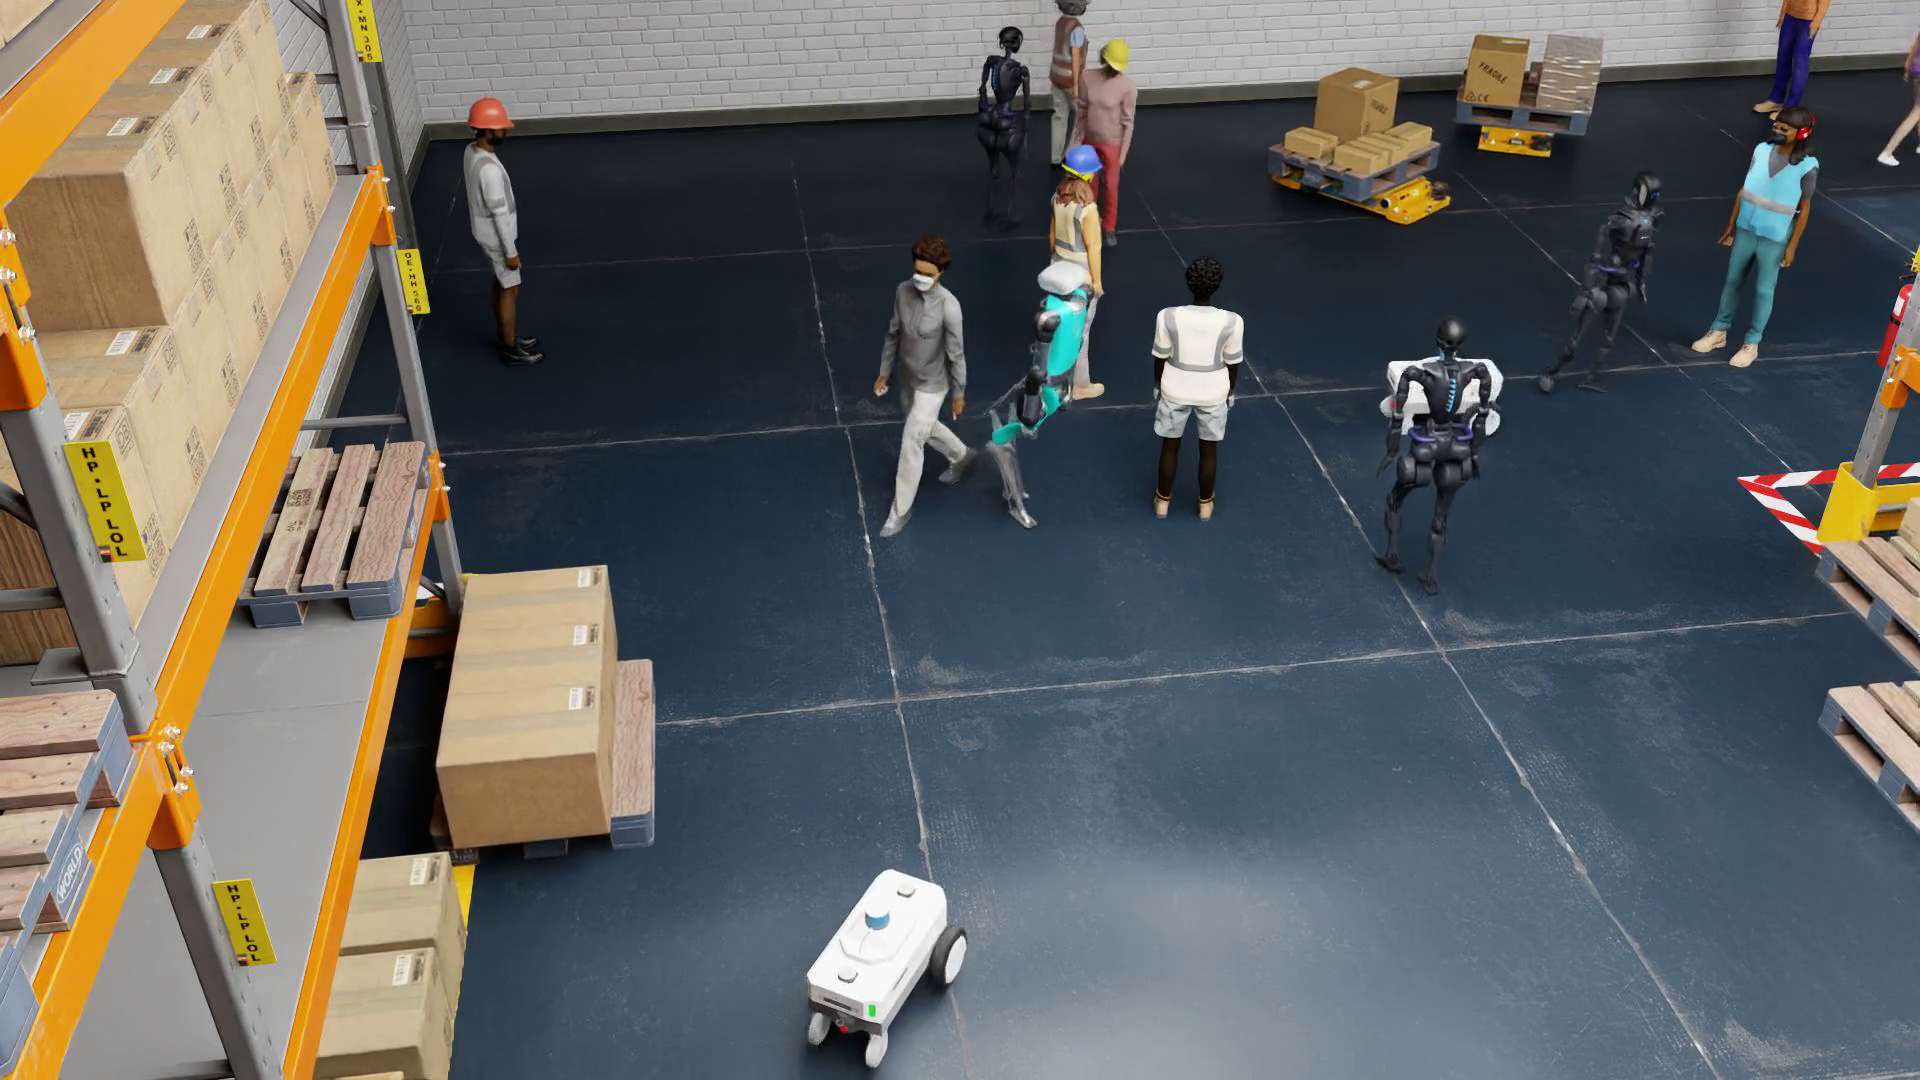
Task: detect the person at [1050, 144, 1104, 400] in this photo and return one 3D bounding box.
[{"bbox_3d":[0.788,-1.804,11.236,0.311,1.778,0.462,-23,39,-31],"label":"person"}]

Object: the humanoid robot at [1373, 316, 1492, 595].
[{"bbox_3d":[2.652,-0.481,9.300,0.588,1.647,0.476,-3,33,-4],"label":"humanoid robot"}]

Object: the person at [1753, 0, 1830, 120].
[{"bbox_3d":[8.132,-5.074,16.077,0.404,1.972,0.515,-11,35,-16],"label":"person"}]

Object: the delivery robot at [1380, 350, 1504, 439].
[{"bbox_3d":[3.248,-0.992,11.127,0.805,0.612,0.499,-2,33,-2],"label":"delivery robot"}]

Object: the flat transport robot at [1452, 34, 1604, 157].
[{"bbox_3d":[5.393,-4.028,16.025,0.659,0.231,1.431,11,35,16],"label":"flat transport robot"}]

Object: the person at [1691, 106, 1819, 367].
[{"bbox_3d":[5.628,-2.128,11.651,0.371,1.864,0.541,-22,39,-30],"label":"person"}]

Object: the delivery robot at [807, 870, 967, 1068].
[{"bbox_3d":[-0.331,1.733,6.927,0.499,0.586,0.773,15,36,21],"label":"delivery robot"}]

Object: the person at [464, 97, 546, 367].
[{"bbox_3d":[-3.197,-2.135,11.612,0.390,1.927,0.548,-16,36,-23],"label":"person"}]

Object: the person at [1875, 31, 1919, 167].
[{"bbox_3d":[8.800,-4.213,15.046,0.898,1.650,0.493,-12,35,-18],"label":"person"}]

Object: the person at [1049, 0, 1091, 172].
[{"bbox_3d":[1.004,-4.116,14.869,0.419,1.665,0.491,-12,35,-18],"label":"person"}]

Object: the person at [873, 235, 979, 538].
[{"bbox_3d":[-0.187,-0.979,9.913,0.894,1.868,0.557,-27,42,-35],"label":"person"}]

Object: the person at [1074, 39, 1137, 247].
[{"bbox_3d":[1.101,-3.248,13.500,0.698,1.719,0.379,22,39,30],"label":"person"}]

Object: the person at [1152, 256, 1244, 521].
[{"bbox_3d":[1.391,-0.878,9.893,0.533,1.693,0.320,5,34,8],"label":"person"}]

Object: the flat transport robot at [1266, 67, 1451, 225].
[{"bbox_3d":[3.528,-3.135,14.656,0.659,0.231,1.431,-28,42,-36],"label":"flat transport robot"}]

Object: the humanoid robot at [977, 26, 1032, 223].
[{"bbox_3d":[0.349,-3.444,13.851,0.608,1.645,0.312,29,43,36],"label":"humanoid robot"}]

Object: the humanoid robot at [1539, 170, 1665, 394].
[{"bbox_3d":[4.364,-1.738,11.236,0.621,1.645,0.475,-15,36,-21],"label":"humanoid robot"}]

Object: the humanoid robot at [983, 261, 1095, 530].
[{"bbox_3d":[0.354,-0.856,9.839,0.832,1.795,0.587,19,37,26],"label":"humanoid robot"}]
